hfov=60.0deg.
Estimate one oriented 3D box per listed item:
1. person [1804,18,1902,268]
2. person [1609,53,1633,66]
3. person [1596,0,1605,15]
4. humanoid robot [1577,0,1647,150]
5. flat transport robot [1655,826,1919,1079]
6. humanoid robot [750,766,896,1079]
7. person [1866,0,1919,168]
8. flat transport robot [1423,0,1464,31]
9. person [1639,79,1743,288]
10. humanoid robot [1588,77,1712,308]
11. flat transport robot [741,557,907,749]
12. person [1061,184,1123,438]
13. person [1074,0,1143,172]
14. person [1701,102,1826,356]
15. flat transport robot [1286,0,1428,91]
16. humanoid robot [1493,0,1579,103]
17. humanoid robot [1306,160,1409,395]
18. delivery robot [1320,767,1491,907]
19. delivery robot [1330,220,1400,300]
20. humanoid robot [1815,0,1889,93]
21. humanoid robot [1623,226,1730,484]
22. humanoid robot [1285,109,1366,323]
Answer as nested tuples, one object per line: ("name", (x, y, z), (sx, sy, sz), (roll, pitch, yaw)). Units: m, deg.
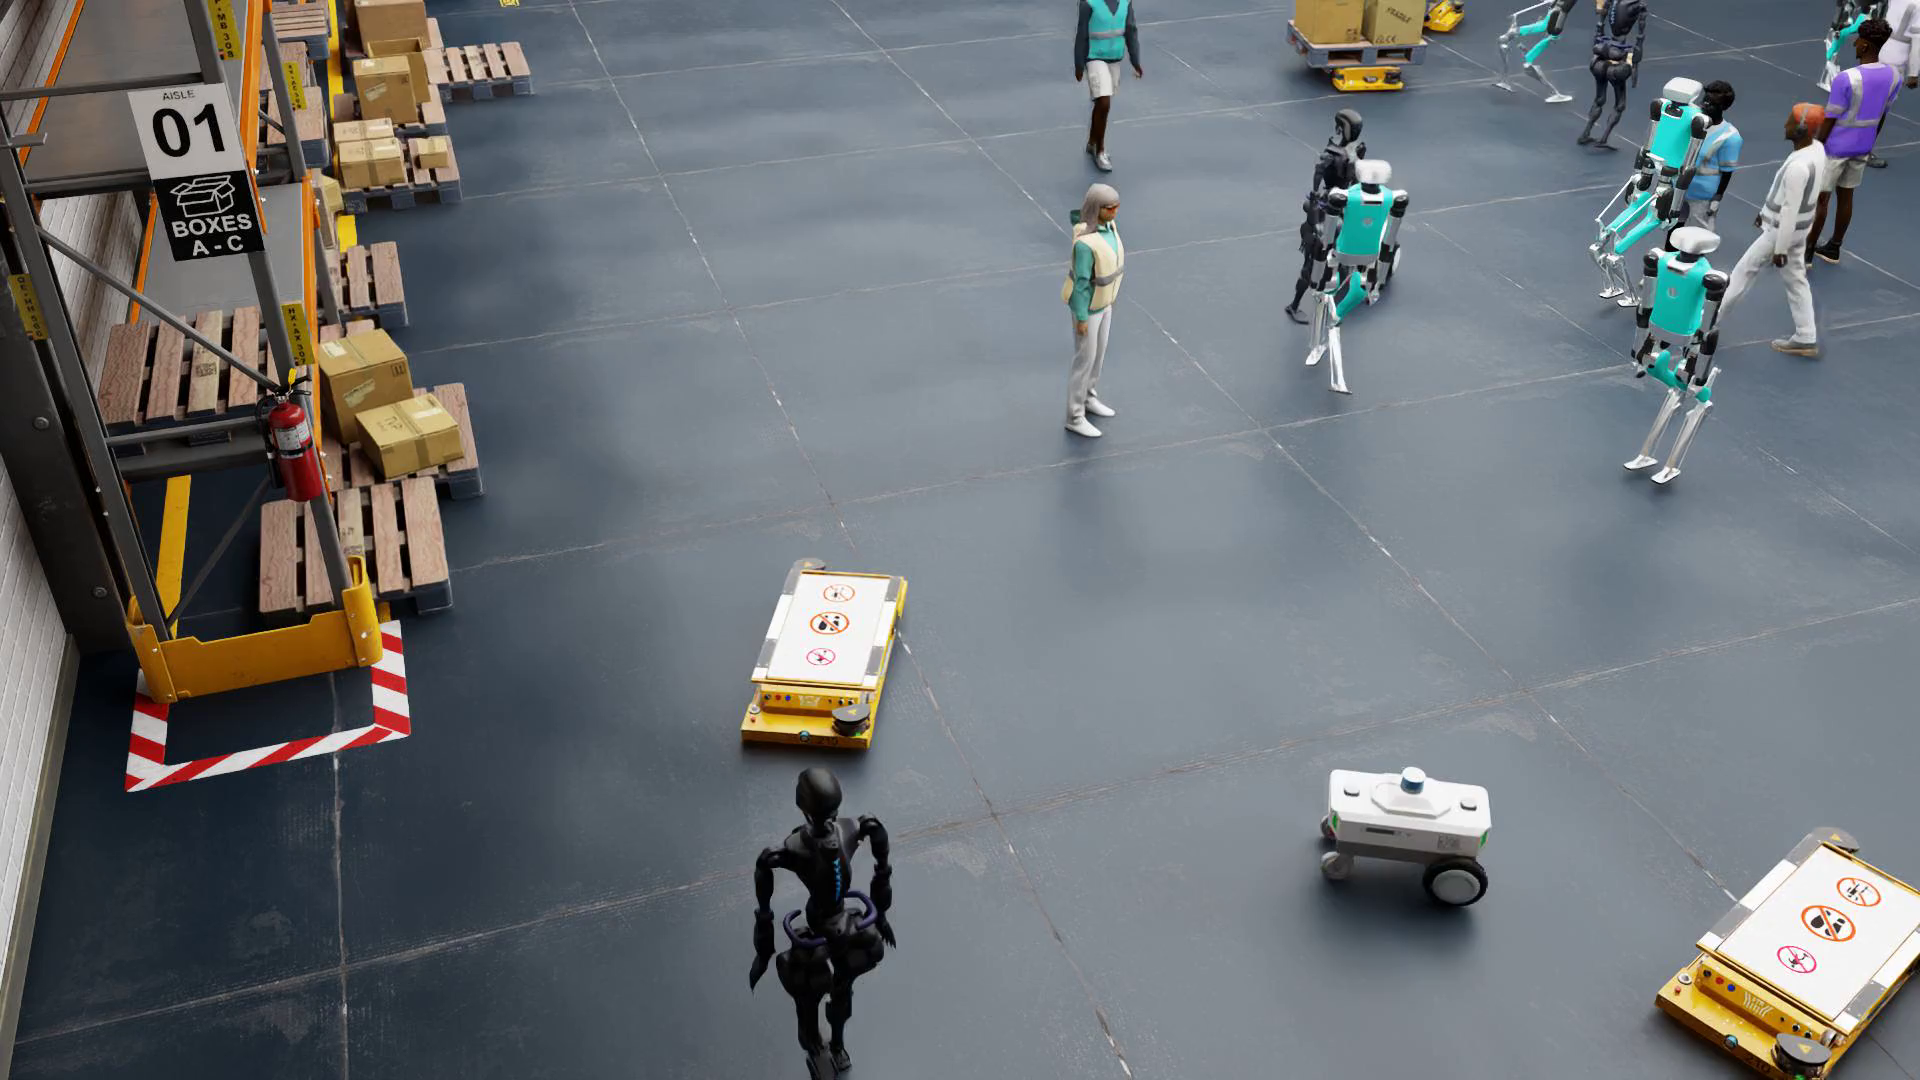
("person", (6.961, -3.106, 13.084), (0.604, 1.956, 0.374), (-11, 35, -16))
("person", (7.158, -5.969, 17.546), (0.341, 1.875, 0.460), (13, 35, 19))
("person", (7.650, -6.881, 19.124), (0.462, 1.675, 0.373), (20, 38, 28))
("humanoid robot", (6.071, -4.470, 15.433), (0.326, 1.645, 0.591), (-14, 36, -21))
("flat transport robot", (3.670, 1.769, 7.145), (1.431, 0.231, 0.659), (-26, 41, -33))
("humanoid robot", (-0.471, 1.541, 6.228), (0.589, 1.642, 0.670), (-17, 37, -24))
("person", (8.421, -4.325, 14.983), (0.493, 1.922, 0.649), (-2, 33, -3))
("flat transport robot", (5.068, -6.172, 19.325), (1.431, 0.231, 0.659), (17, 37, 24))
("person", (5.564, -2.639, 12.597), (0.315, 1.695, 0.540), (-14, 36, -21))
("humanoid robot", (4.984, -2.525, 12.264), (0.735, 1.678, 0.533), (-12, 35, -18))
("flat transport robot", (-0.705, 0.586, 8.960), (0.659, 0.231, 1.431), (4, 33, 5))
("person", (0.851, -1.517, 10.871), (0.368, 1.704, 0.476), (15, 36, 21))
("person", (1.352, -4.301, 14.950), (0.574, 1.907, 0.754), (-19, 38, -26))
("person", (5.824, -2.206, 11.819), (1.009, 1.832, 0.589), (25, 41, 33))
("flat transport robot", (4.153, -5.063, 17.624), (0.659, 0.231, 1.431), (-3, 33, -5))
("humanoid robot", (5.697, -5.142, 16.434), (0.986, 1.751, 0.562), (9, 34, 14))
("humanoid robot", (2.616, -1.849, 11.347), (0.555, 1.714, 1.029), (-1, 33, -2))
("delivery robot", (2.055, 1.307, 7.606), (0.805, 0.609, 0.499), (6, 34, 9))
("delivery robot", (3.161, -2.272, 13.097), (0.499, 0.613, 0.807), (15, 36, 21))
("humanoid robot", (8.788, -5.183, 16.445), (0.557, 1.731, 0.968), (-4, 33, -7))
("humanoid robot", (4.466, -1.159, 10.206), (0.752, 1.692, 0.532), (-21, 39, -29))
("humanoid robot", (2.701, -2.384, 12.228), (0.590, 1.642, 0.453), (-26, 41, -34))
